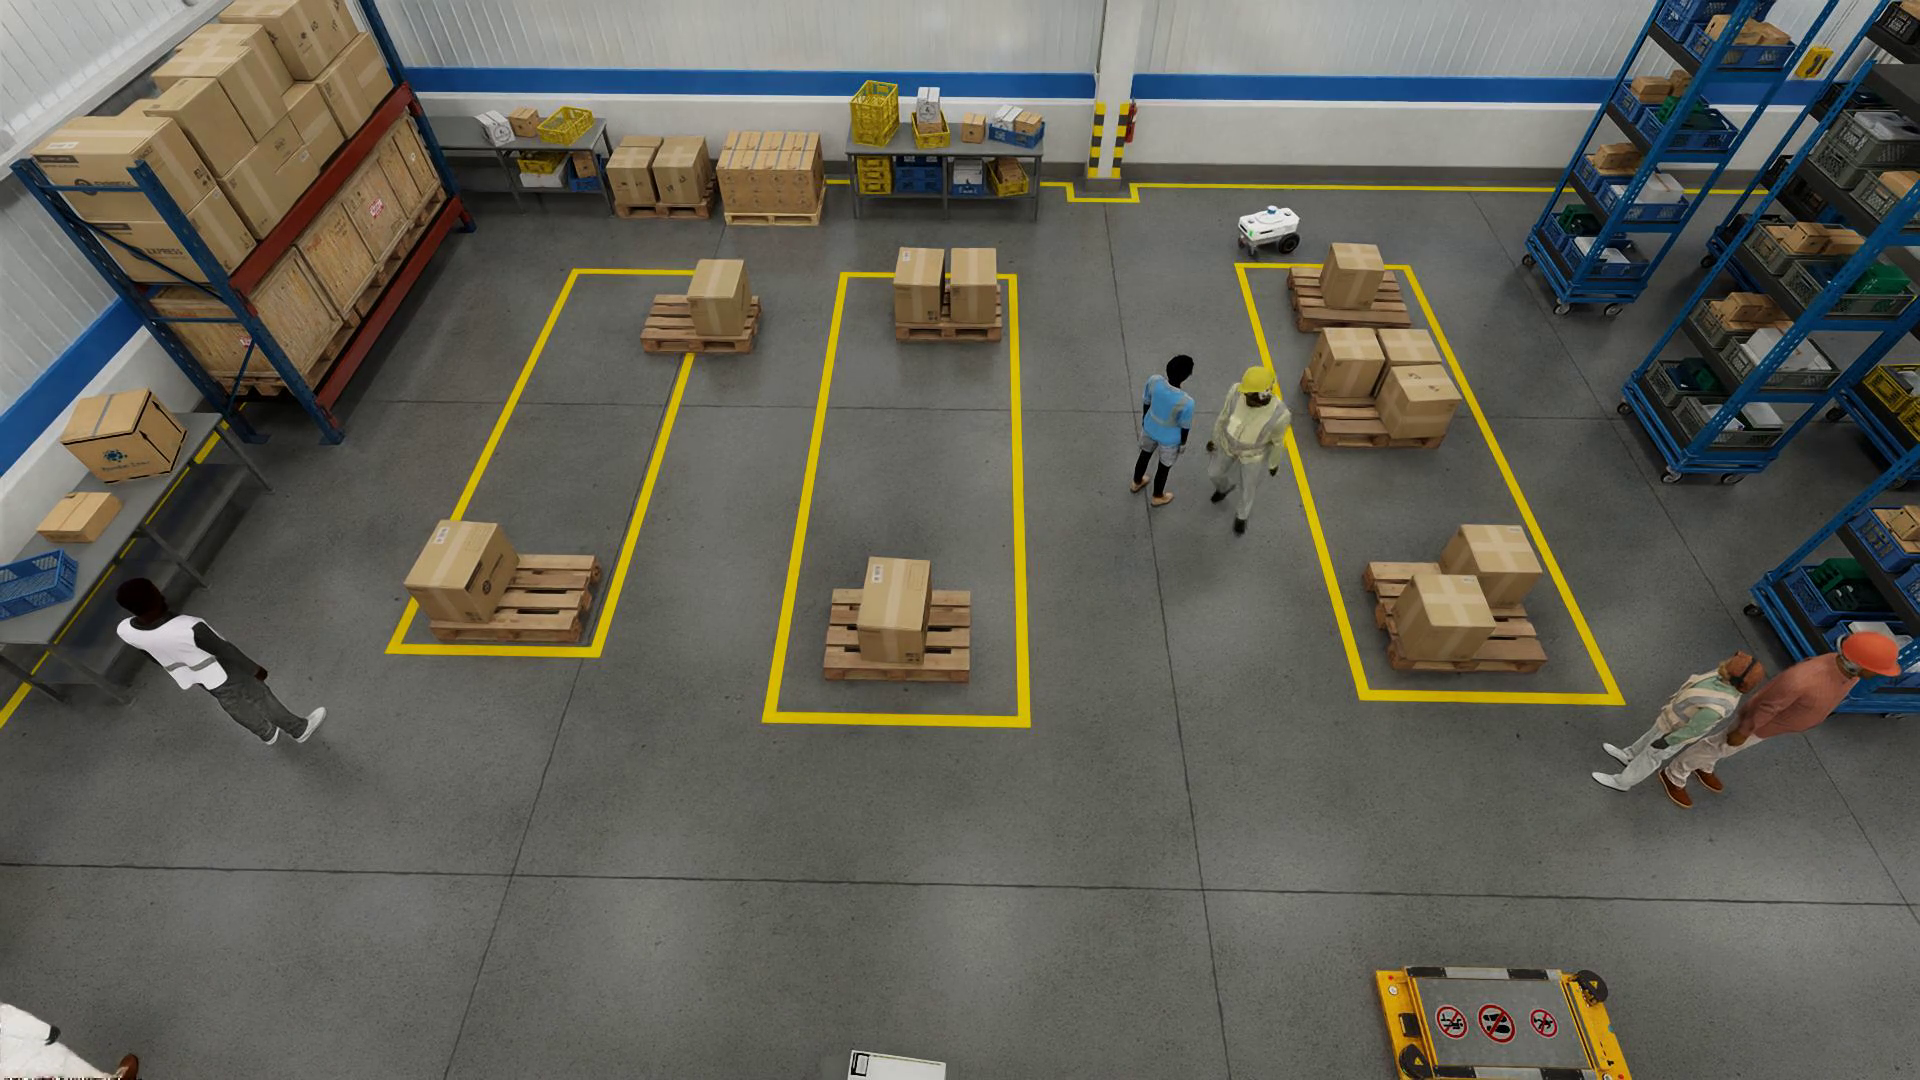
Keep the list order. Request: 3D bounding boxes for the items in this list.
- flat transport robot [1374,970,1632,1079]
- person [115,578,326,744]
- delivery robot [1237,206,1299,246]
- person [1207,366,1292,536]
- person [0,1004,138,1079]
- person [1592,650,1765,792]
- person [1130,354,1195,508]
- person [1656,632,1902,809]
[{"bbox_3d":[3.501,3.133,5.914,1.431,0.197,0.652,1,51,1],"label":"flat transport robot"},{"bbox_3d":[-5.404,0.939,6.651,0.589,1.914,0.392,0,51,0],"label":"person"},{"bbox_3d":[3.834,-3.924,11.427,0.707,0.478,0.477,-14,52,-11],"label":"delivery robot"},{"bbox_3d":[2.540,-0.827,8.160,0.665,1.805,0.436,33,58,24],"label":"person"},{"bbox_3d":[-5.438,2.892,5.087,0.662,1.885,0.464,-28,56,-21],"label":"person"},{"bbox_3d":[5.118,1.302,6.528,0.308,1.641,0.514,33,58,24],"label":"person"},{"bbox_3d":[1.862,-0.992,8.362,0.316,1.695,0.541,-33,58,-24],"label":"person"},{"bbox_3d":[5.629,1.240,6.352,0.613,1.997,0.374,-16,53,-13],"label":"person"}]
